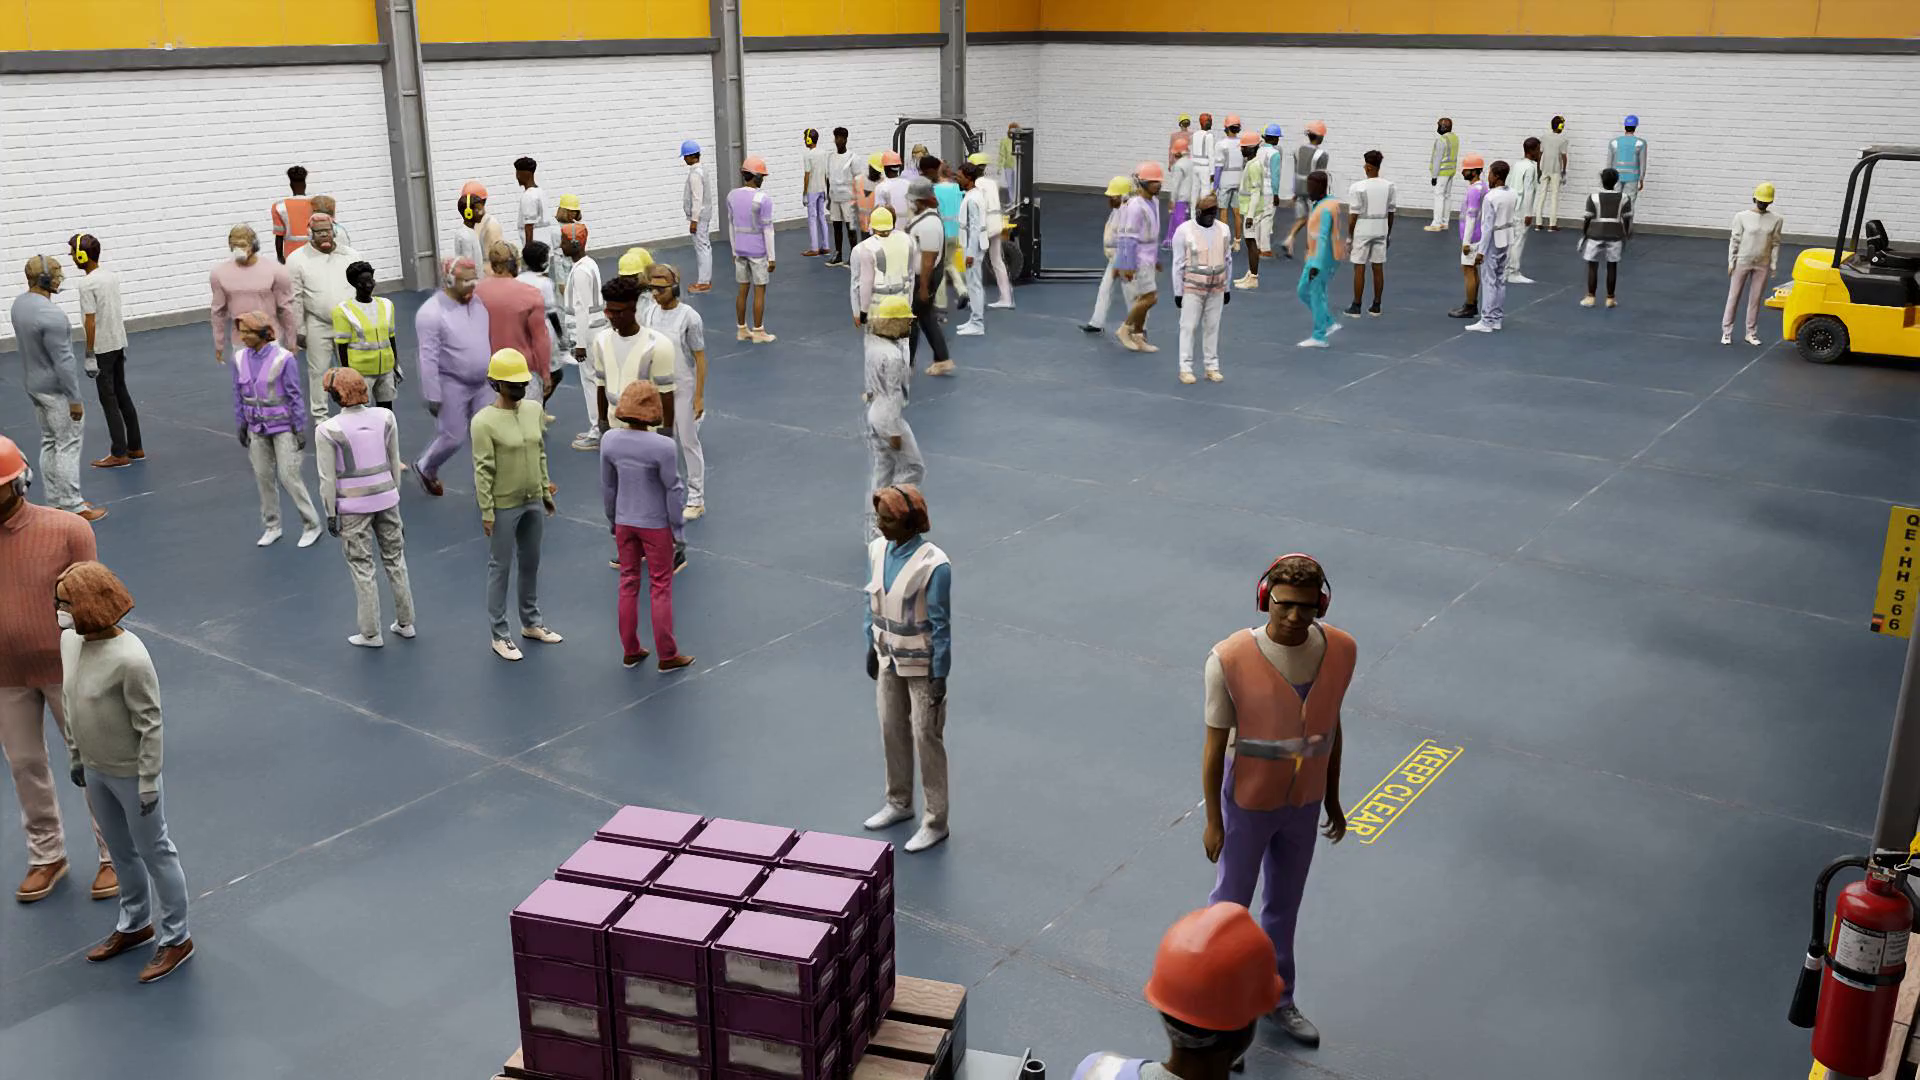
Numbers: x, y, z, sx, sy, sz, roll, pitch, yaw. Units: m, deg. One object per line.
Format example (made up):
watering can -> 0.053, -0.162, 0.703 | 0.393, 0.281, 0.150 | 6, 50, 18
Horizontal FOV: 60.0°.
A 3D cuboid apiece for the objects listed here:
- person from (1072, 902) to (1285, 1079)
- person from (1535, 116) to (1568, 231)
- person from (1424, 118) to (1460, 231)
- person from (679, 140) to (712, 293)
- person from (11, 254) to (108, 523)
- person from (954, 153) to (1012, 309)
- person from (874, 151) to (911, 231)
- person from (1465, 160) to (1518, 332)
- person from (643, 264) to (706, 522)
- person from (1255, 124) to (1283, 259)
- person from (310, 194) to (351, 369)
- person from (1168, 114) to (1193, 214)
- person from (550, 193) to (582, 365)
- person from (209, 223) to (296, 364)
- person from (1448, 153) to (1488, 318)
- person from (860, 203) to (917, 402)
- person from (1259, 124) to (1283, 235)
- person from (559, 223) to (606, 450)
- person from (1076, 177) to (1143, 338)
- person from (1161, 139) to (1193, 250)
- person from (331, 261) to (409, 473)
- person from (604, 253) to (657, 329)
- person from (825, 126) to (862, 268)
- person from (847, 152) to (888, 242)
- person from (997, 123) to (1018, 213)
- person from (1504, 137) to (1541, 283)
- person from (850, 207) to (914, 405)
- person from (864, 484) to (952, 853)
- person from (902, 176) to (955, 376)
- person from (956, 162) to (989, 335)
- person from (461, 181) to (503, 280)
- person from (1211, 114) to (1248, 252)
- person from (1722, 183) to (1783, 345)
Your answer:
person -> 0.466, 1.620, 3.379 | 0.544, 1.931, 0.383 | 14, 23, 37
person -> 9.759, -6.042, 27.444 | 0.516, 1.863, 0.331 | 16, 24, 41
person -> 7.954, -6.025, 27.441 | 0.430, 1.836, 0.626 | 15, 23, 39
person -> -3.388, -4.166, 21.450 | 0.400, 1.940, 0.604 | 0, 18, 0
person -> -6.373, -1.046, 11.721 | 0.636, 1.928, 0.380 | 14, 23, 37
person -> 0.291, -3.761, 20.318 | 0.864, 1.851, 0.623 | 12, 21, 32
person -> -0.798, -3.694, 19.999 | 0.547, 1.929, 0.387 | -10, 20, -27
person -> 6.060, -3.326, 18.853 | 0.392, 1.922, 0.593 | 16, 24, 41
person -> -2.042, -1.044, 11.840 | 0.520, 1.843, 0.330 | 10, 20, 27
person -> 4.521, -5.119, 24.438 | 0.415, 1.939, 0.605 | -6, 19, -17
person -> -6.112, -2.469, 16.335 | 0.385, 1.840, 0.532 | -9, 20, -27
person -> 3.986, -6.727, 29.765 | 0.533, 1.754, 0.342 | -3, 18, -10
person -> -4.003, -2.700, 17.188 | 0.313, 1.740, 0.486 | 7, 19, 21
person -> -5.747, -1.646, 13.625 | 0.640, 1.910, 0.932 | 0, 18, -1
person -> 6.026, -3.599, 19.699 | 0.390, 1.930, 0.546 | 8, 19, 24
person -> -0.695, -2.186, 15.417 | 0.624, 1.844, 0.429 | -15, 23, -39
person -> 4.950, -5.851, 27.003 | 0.522, 1.768, 0.314 | 5, 18, 14
person -> -3.104, -1.687, 13.810 | 0.351, 1.878, 0.568 | -3, 18, -9
person -> 1.672, -3.095, 18.331 | 0.846, 1.791, 0.612 | -2, 18, -6
person -> 3.225, -5.141, 24.901 | 0.683, 1.692, 0.607 | 7, 19, 21
person -> -4.591, -1.325, 12.958 | 0.319, 1.697, 0.532 | 13, 22, 36
person -> -2.527, -1.372, 13.030 | 0.492, 1.743, 0.295 | -1, 18, -3
person -> -1.666, -4.849, 23.542 | 0.613, 1.965, 0.361 | 12, 21, 34
person -> -1.072, -3.850, 20.553 | 0.635, 1.883, 0.422 | 12, 21, 33
person -> 0.926, -6.595, 29.615 | 0.514, 1.589, 0.844 | 4, 18, 12
person -> 7.513, -4.418, 22.275 | 0.371, 1.916, 0.597 | 0, 18, 1
person -> -0.711, -2.155, 15.361 | 0.601, 1.819, 0.403 | -7, 19, -20
person -> -0.220, 0.542, 7.227 | 0.314, 1.631, 0.531 | -16, 23, -40
person -> -0.375, -2.614, 16.434 | 0.695, 2.000, 0.746 | 0, 18, 0
person -> 0.144, -3.267, 18.674 | 0.372, 1.916, 0.596 | 0, 18, 0
person -> -4.739, -2.616, 16.629 | 0.430, 1.923, 0.561 | -14, 23, -38
person -> 4.040, -5.339, 24.951 | 0.615, 2.042, 0.374 | -8, 19, -22
person -> 8.623, -2.996, 18.086 | 0.524, 1.760, 0.327 | 2, 18, 6
